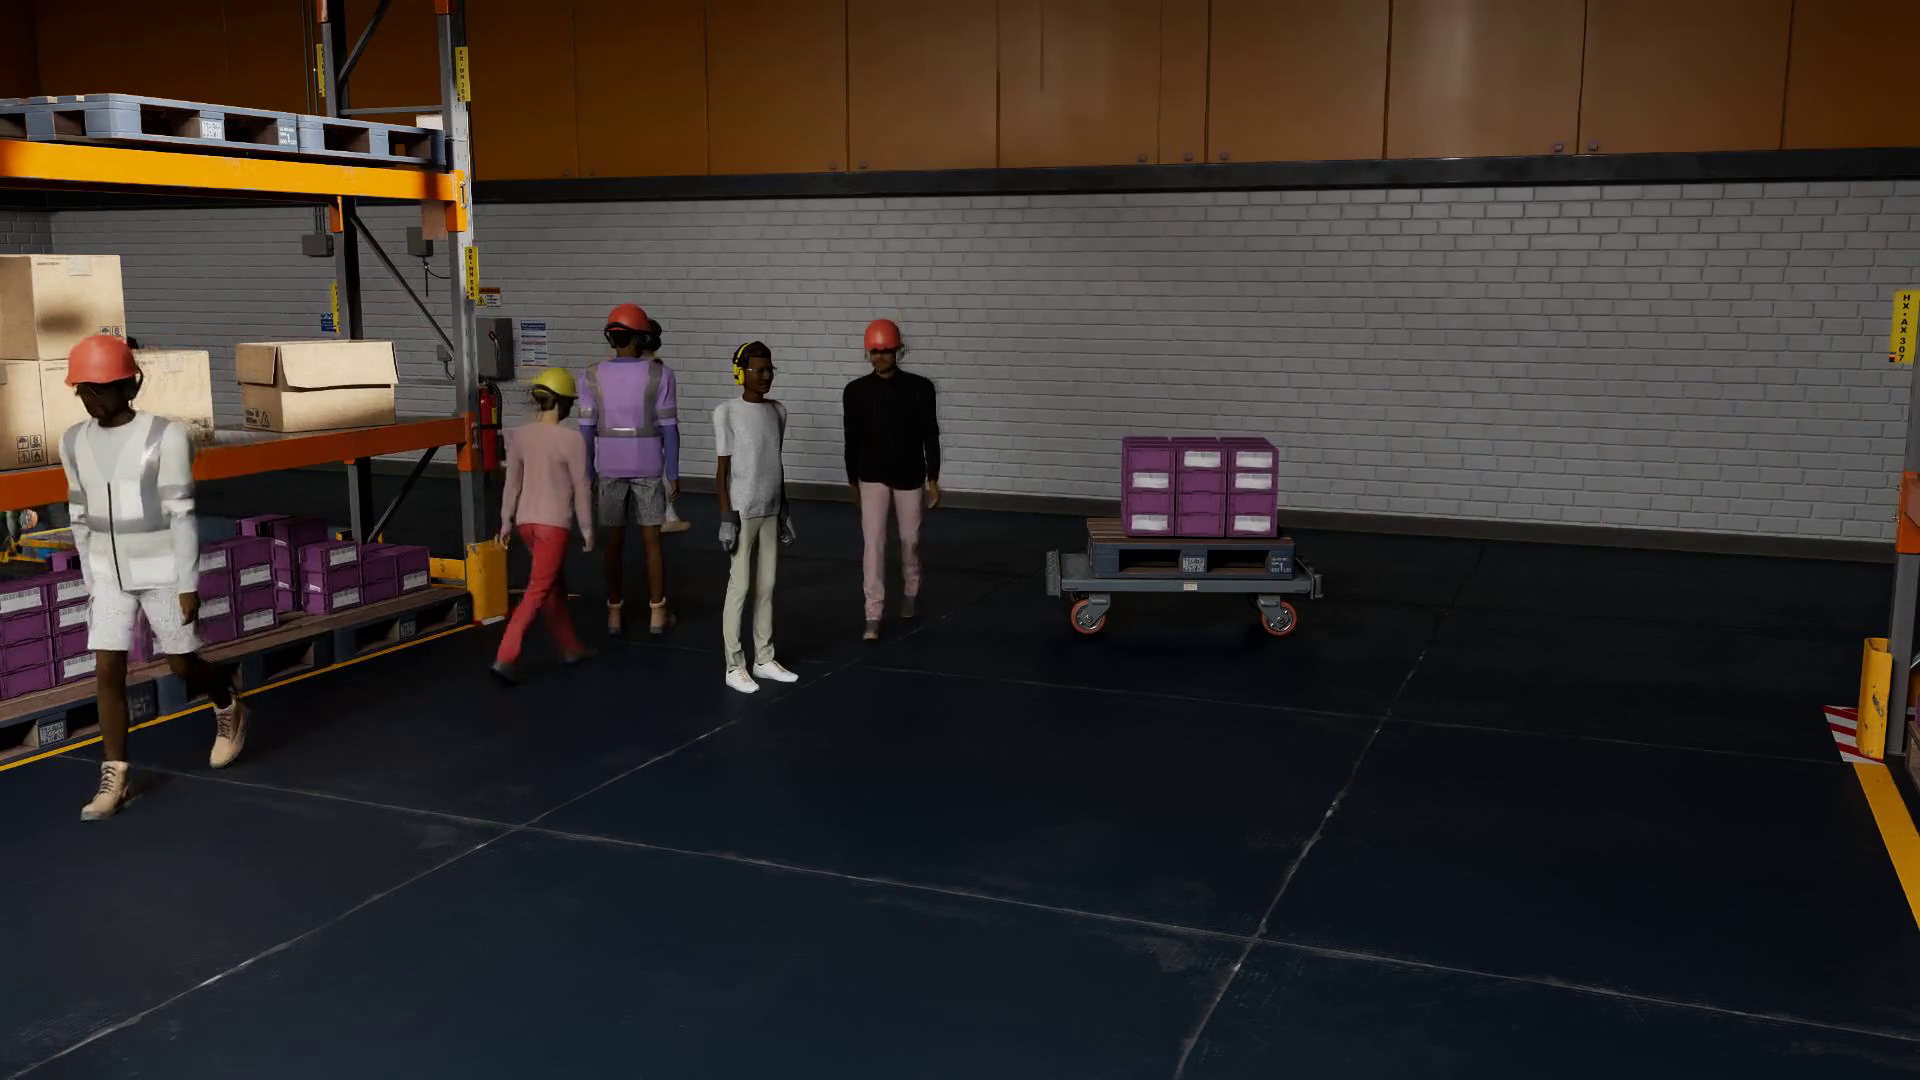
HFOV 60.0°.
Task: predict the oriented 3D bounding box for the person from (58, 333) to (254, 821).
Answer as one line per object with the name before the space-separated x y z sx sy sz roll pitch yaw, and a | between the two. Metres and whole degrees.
person | -3.439 0.113 7.095 0.607 2.012 0.937 1 9 7

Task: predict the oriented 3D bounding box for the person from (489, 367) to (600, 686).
person | -2.311 -0.082 9.123 0.554 1.717 0.886 6 11 33

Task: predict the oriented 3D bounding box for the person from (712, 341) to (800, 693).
person | -1.092 -0.126 8.934 0.328 1.868 0.510 7 12 38

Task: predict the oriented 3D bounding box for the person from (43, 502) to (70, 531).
person | -7.171 -0.857 13.040 0.640 1.970 0.649 7 12 36

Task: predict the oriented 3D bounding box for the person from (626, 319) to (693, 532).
person | -2.641 -0.963 14.118 0.645 1.829 0.648 -6 11 -32

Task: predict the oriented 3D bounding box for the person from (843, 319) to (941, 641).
person | -0.418 -0.408 10.405 0.618 1.958 0.992 1 9 4

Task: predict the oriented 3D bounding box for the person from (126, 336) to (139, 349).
person | -5.446 -0.470 11.158 0.630 1.822 0.677 6 11 34

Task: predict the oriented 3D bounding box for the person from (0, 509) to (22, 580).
person | -5.642 -0.119 9.631 0.511 1.625 0.389 5 11 29

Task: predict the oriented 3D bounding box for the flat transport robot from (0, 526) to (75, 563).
flat transport robot | -6.591 0.058 12.639 1.431 0.197 0.652 4 10 22

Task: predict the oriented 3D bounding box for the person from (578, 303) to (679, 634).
person | -2.034 -0.437 10.291 0.611 2.040 0.393 0 9 0
